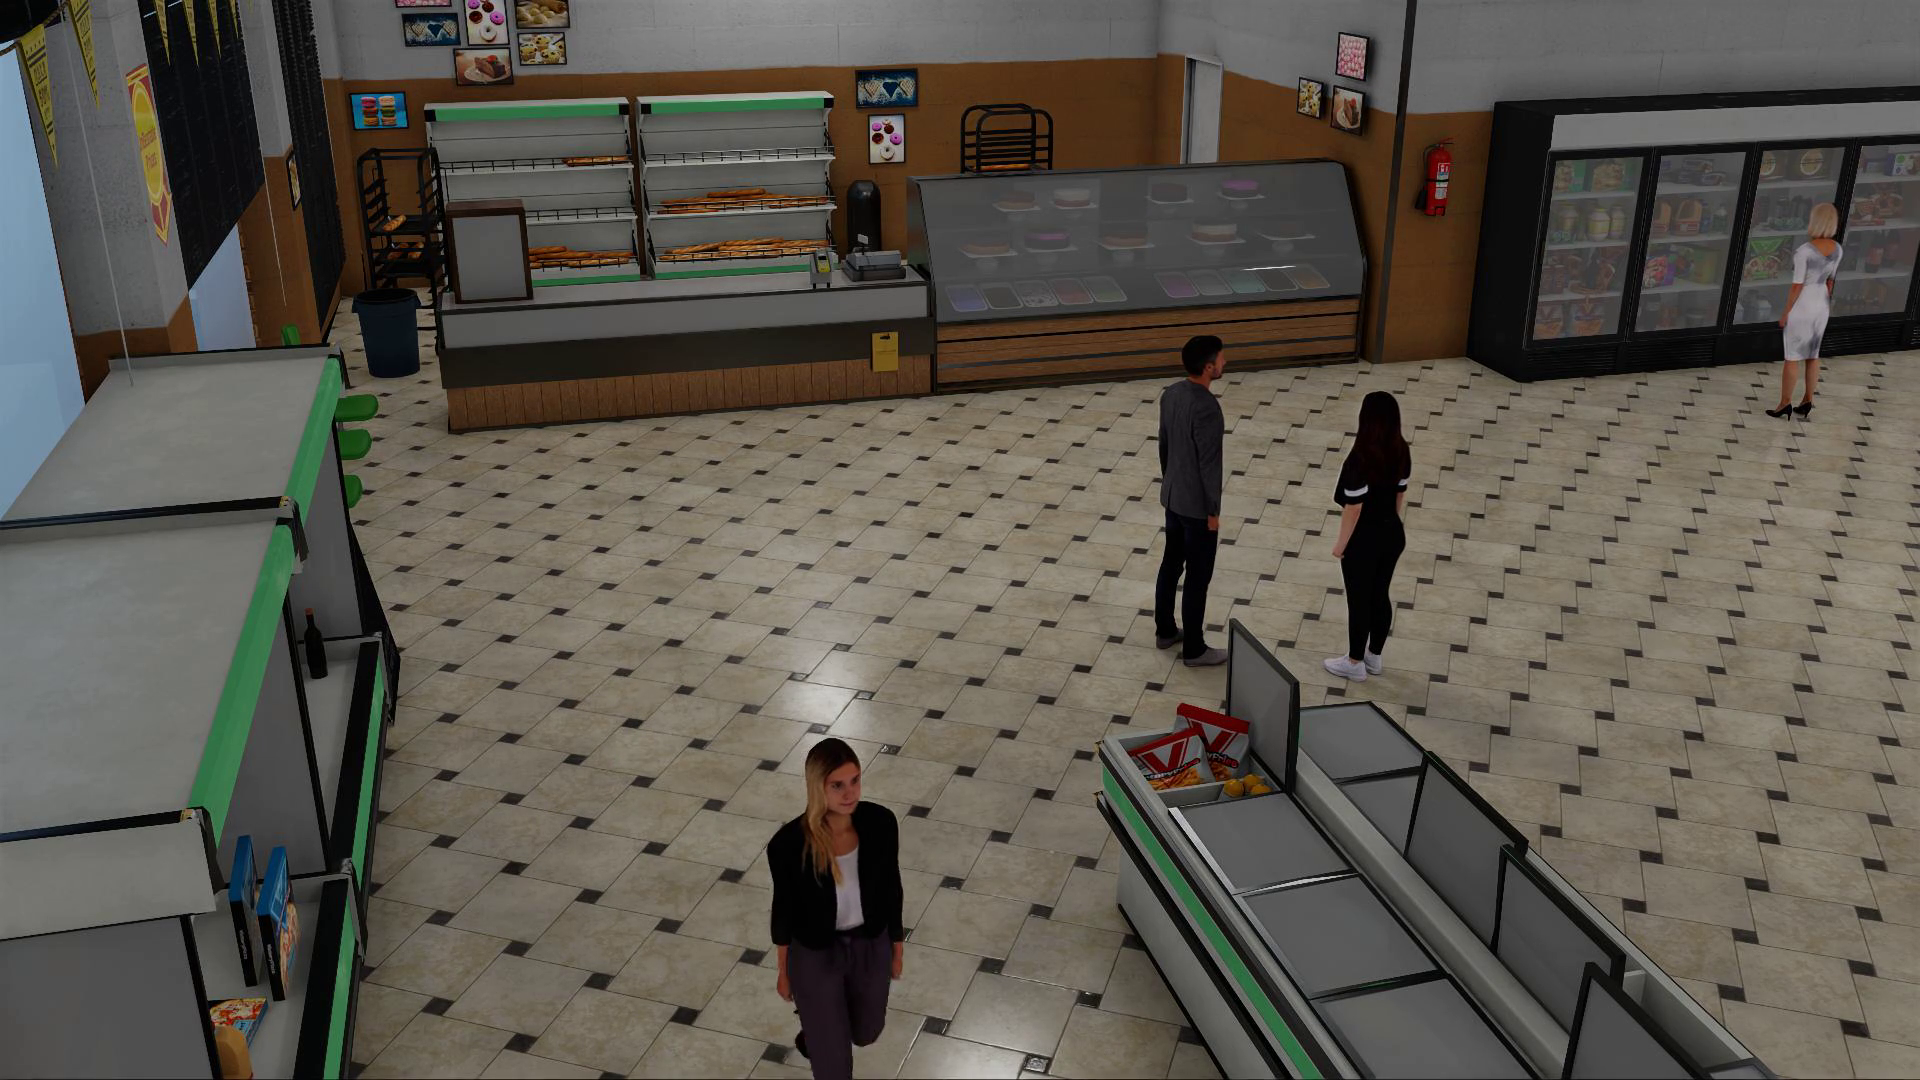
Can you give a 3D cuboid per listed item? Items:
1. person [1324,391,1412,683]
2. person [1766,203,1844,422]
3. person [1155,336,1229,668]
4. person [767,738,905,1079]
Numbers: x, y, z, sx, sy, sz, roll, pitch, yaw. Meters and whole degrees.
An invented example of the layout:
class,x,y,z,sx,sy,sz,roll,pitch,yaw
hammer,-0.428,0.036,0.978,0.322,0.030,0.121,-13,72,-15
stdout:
class,x,y,z,sx,sy,sz,roll,pitch,yaw
person,2.227,-0.019,9.016,0.676,1.639,0.682,-14,26,-30
person,6.822,-1.834,13.385,0.558,1.750,0.491,-6,23,-14
person,1.287,-0.222,9.207,0.780,1.874,0.598,-10,24,-23
person,-0.432,1.377,5.528,0.690,1.650,0.997,-10,24,-22
